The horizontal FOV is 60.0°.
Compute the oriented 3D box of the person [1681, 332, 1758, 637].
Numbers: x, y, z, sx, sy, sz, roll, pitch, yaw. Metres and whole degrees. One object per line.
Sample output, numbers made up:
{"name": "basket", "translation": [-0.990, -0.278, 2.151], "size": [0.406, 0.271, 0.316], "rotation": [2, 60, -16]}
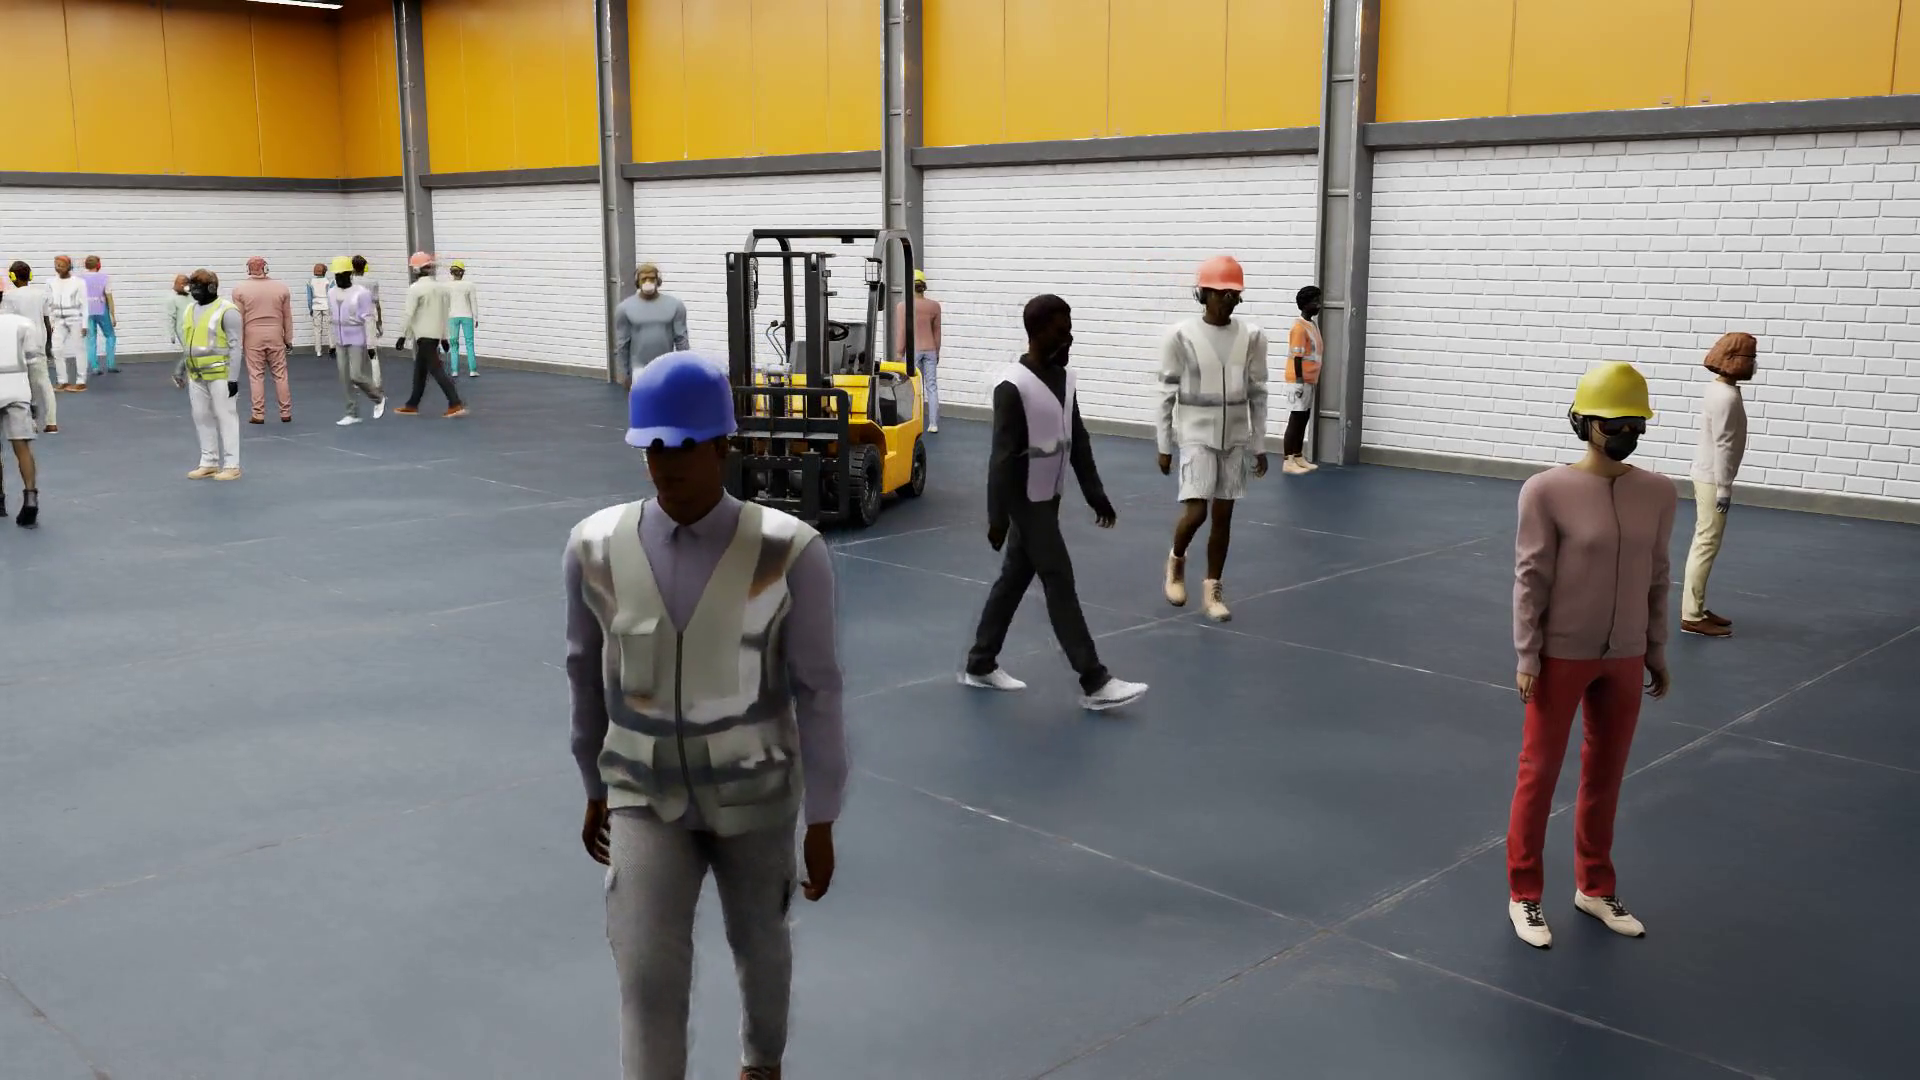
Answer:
{"name": "person", "translation": [4.067, -0.300, 8.918], "size": [0.279, 1.624, 0.494], "rotation": [4, 11, 19]}

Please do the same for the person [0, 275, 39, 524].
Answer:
{"name": "person", "translation": [-7.118, -1.065, 12.381], "size": [0.541, 1.899, 0.970], "rotation": [-9, 13, -39]}

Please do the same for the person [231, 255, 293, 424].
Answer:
{"name": "person", "translation": [-7.924, -2.270, 18.905], "size": [0.651, 1.901, 0.402], "rotation": [-8, 13, -37]}

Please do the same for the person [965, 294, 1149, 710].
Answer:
{"name": "person", "translation": [0.420, -0.171, 7.552], "size": [0.989, 1.867, 0.602], "rotation": [5, 11, 25]}

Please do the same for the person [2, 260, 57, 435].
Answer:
{"name": "person", "translation": [-9.964, -2.047, 17.794], "size": [0.329, 1.865, 0.511], "rotation": [6, 12, 31]}

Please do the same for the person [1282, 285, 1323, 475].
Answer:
{"name": "person", "translation": [3.081, -1.432, 14.915], "size": [0.321, 1.690, 0.531], "rotation": [5, 11, 24]}

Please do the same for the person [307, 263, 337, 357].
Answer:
{"name": "person", "translation": [-11.198, -4.036, 29.247], "size": [0.514, 1.639, 0.310], "rotation": [0, 10, -2]}

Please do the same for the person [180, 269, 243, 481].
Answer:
{"name": "person", "translation": [-6.535, -1.430, 14.527], "size": [0.654, 1.836, 0.429], "rotation": [4, 11, 23]}

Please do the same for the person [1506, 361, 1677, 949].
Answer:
{"name": "person", "translation": [1.904, 0.346, 5.011], "size": [0.524, 1.769, 0.309], "rotation": [-3, 11, -14]}

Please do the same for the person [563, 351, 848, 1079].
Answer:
{"name": "person", "translation": [-0.550, 0.540, 3.603], "size": [0.630, 1.895, 0.994], "rotation": [1, 10, 4]}

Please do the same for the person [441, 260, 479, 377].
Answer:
{"name": "person", "translation": [-7.517, -3.321, 25.030], "size": [0.524, 1.760, 0.328], "rotation": [-2, 11, -9]}

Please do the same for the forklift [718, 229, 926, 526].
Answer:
{"name": "forklift", "translation": [-1.050, -1.319, 12.920], "size": [1.214, 2.155, 2.313], "rotation": [2, 11, 13]}

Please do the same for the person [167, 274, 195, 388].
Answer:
{"name": "person", "translation": [-10.733, -2.875, 23.024], "size": [0.776, 1.607, 0.505], "rotation": [5, 12, 26]}

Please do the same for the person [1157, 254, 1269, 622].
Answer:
{"name": "person", "translation": [1.401, -0.557, 9.212], "size": [0.605, 2.031, 0.490], "rotation": [-3, 11, -14]}

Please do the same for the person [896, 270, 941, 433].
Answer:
{"name": "person", "translation": [-0.448, -2.010, 17.860], "size": [0.526, 1.765, 0.329], "rotation": [-5, 12, -26]}

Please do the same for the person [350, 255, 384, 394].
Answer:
{"name": "person", "translation": [-8.034, -2.891, 22.375], "size": [0.513, 1.872, 0.328], "rotation": [-4, 11, -19]}

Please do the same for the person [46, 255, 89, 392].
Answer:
{"name": "person", "translation": [-12.127, -2.918, 22.532], "size": [0.615, 1.862, 0.674], "rotation": [1, 10, 4]}

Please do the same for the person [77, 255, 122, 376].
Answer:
{"name": "person", "translation": [-13.210, -3.446, 25.526], "size": [0.590, 1.817, 0.751], "rotation": [-1, 10, -4]}

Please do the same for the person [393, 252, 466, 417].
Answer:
{"name": "person", "translation": [-6.258, -2.405, 19.542], "size": [1.010, 1.948, 0.609], "rotation": [2, 11, 11]}

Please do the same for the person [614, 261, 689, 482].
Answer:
{"name": "person", "translation": [-2.718, -1.501, 14.686], "size": [0.630, 1.914, 0.875], "rotation": [-3, 11, -18]}

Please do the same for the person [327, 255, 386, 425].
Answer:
{"name": "person", "translation": [-6.852, -2.249, 18.777], "size": [0.593, 1.908, 0.527], "rotation": [5, 11, 25]}
